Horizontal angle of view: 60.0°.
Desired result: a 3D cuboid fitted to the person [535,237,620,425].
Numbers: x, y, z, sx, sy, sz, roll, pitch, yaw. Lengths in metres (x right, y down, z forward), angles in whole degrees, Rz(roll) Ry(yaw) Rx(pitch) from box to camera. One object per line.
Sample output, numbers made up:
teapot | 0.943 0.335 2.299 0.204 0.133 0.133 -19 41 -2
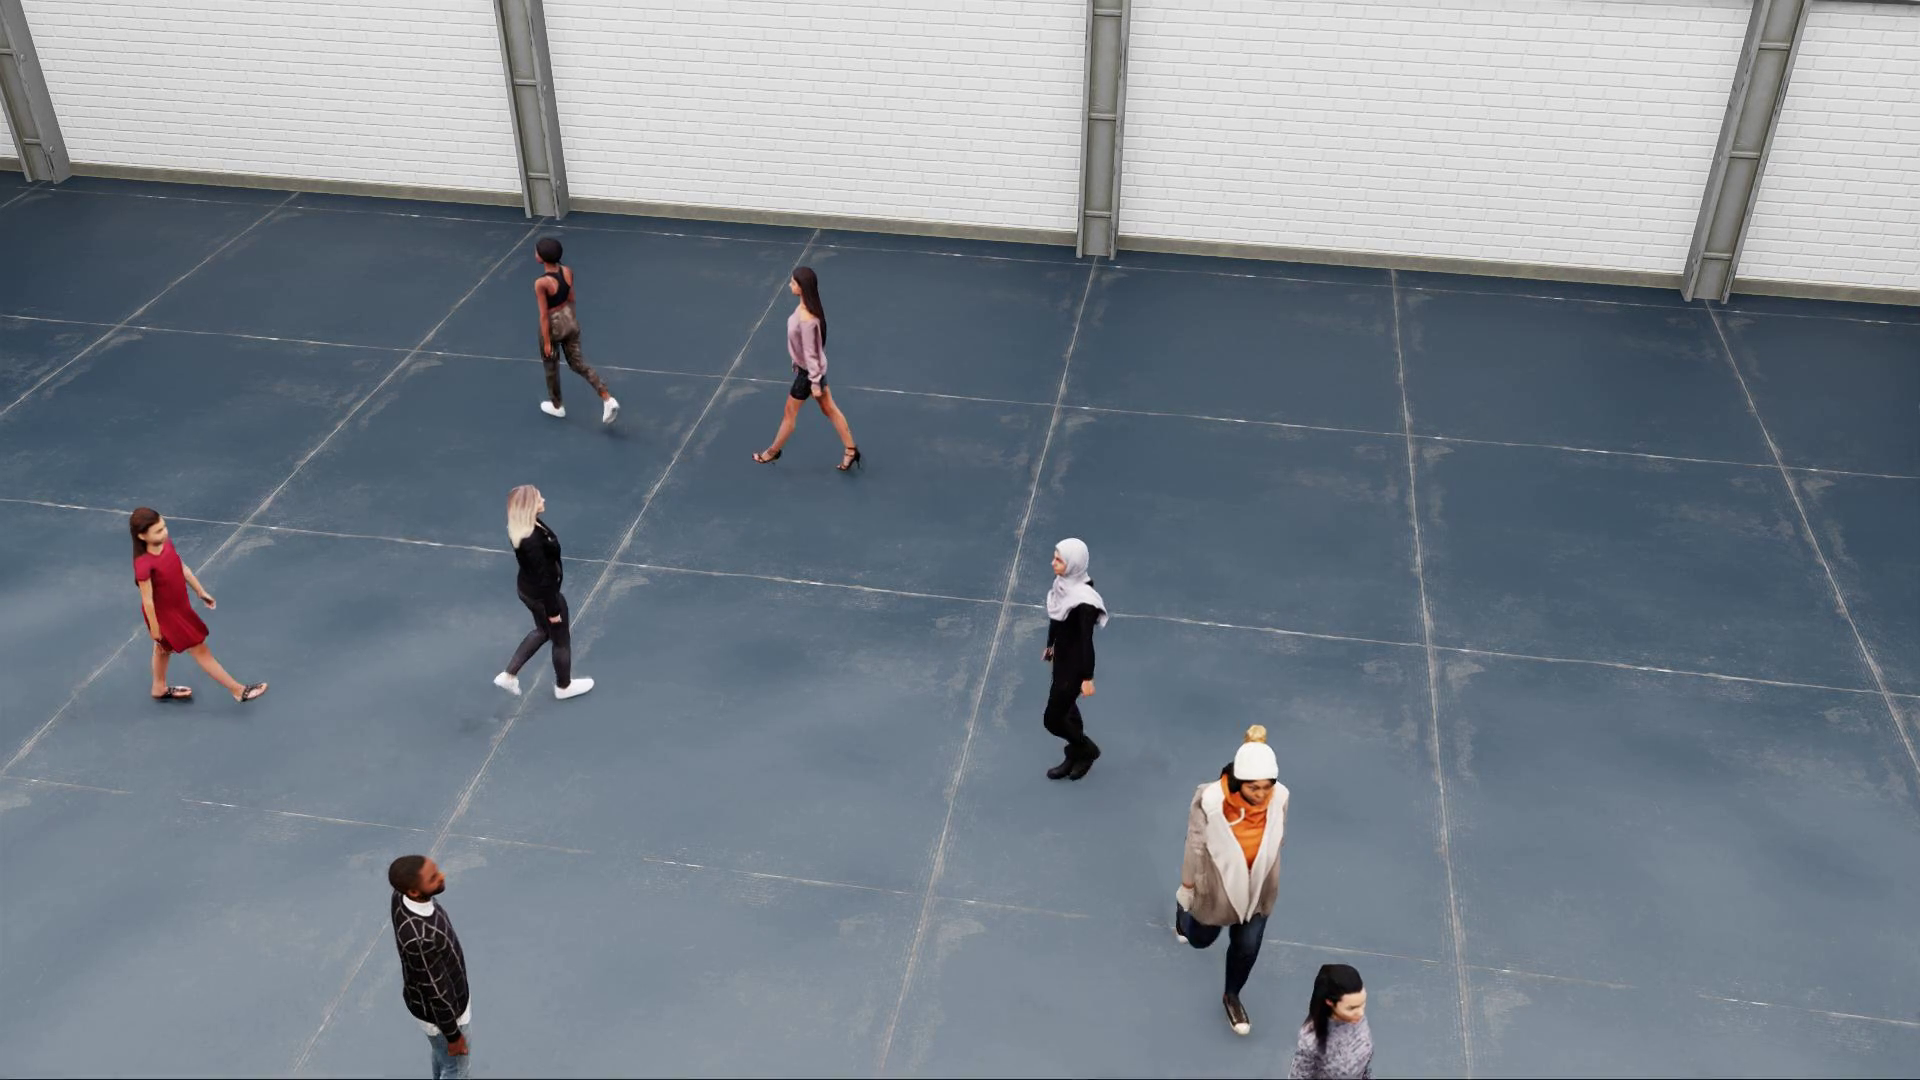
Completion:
person | -3.249 -1.697 13.809 1.162 1.673 0.863 20 38 27

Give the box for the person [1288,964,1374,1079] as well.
person | 1.580 2.475 7.507 1.199 1.701 1.014 28 43 35

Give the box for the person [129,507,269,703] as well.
person | -5.172 0.458 10.720 1.082 1.504 0.682 -1 34 -2

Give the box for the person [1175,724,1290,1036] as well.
person | 1.375 1.655 8.586 1.065 1.873 0.982 -6 34 -8

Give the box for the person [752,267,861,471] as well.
person | -1.078 -1.283 13.111 1.152 1.757 0.776 0 34 1

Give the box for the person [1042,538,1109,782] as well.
person | 0.760 0.744 10.052 0.798 1.767 0.760 -11 35 -16

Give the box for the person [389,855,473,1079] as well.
person | -2.475 2.166 7.865 0.742 1.819 0.747 -13 36 -18

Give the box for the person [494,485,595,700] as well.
person | -2.768 0.392 10.672 0.985 1.667 0.912 -19 38 -26
